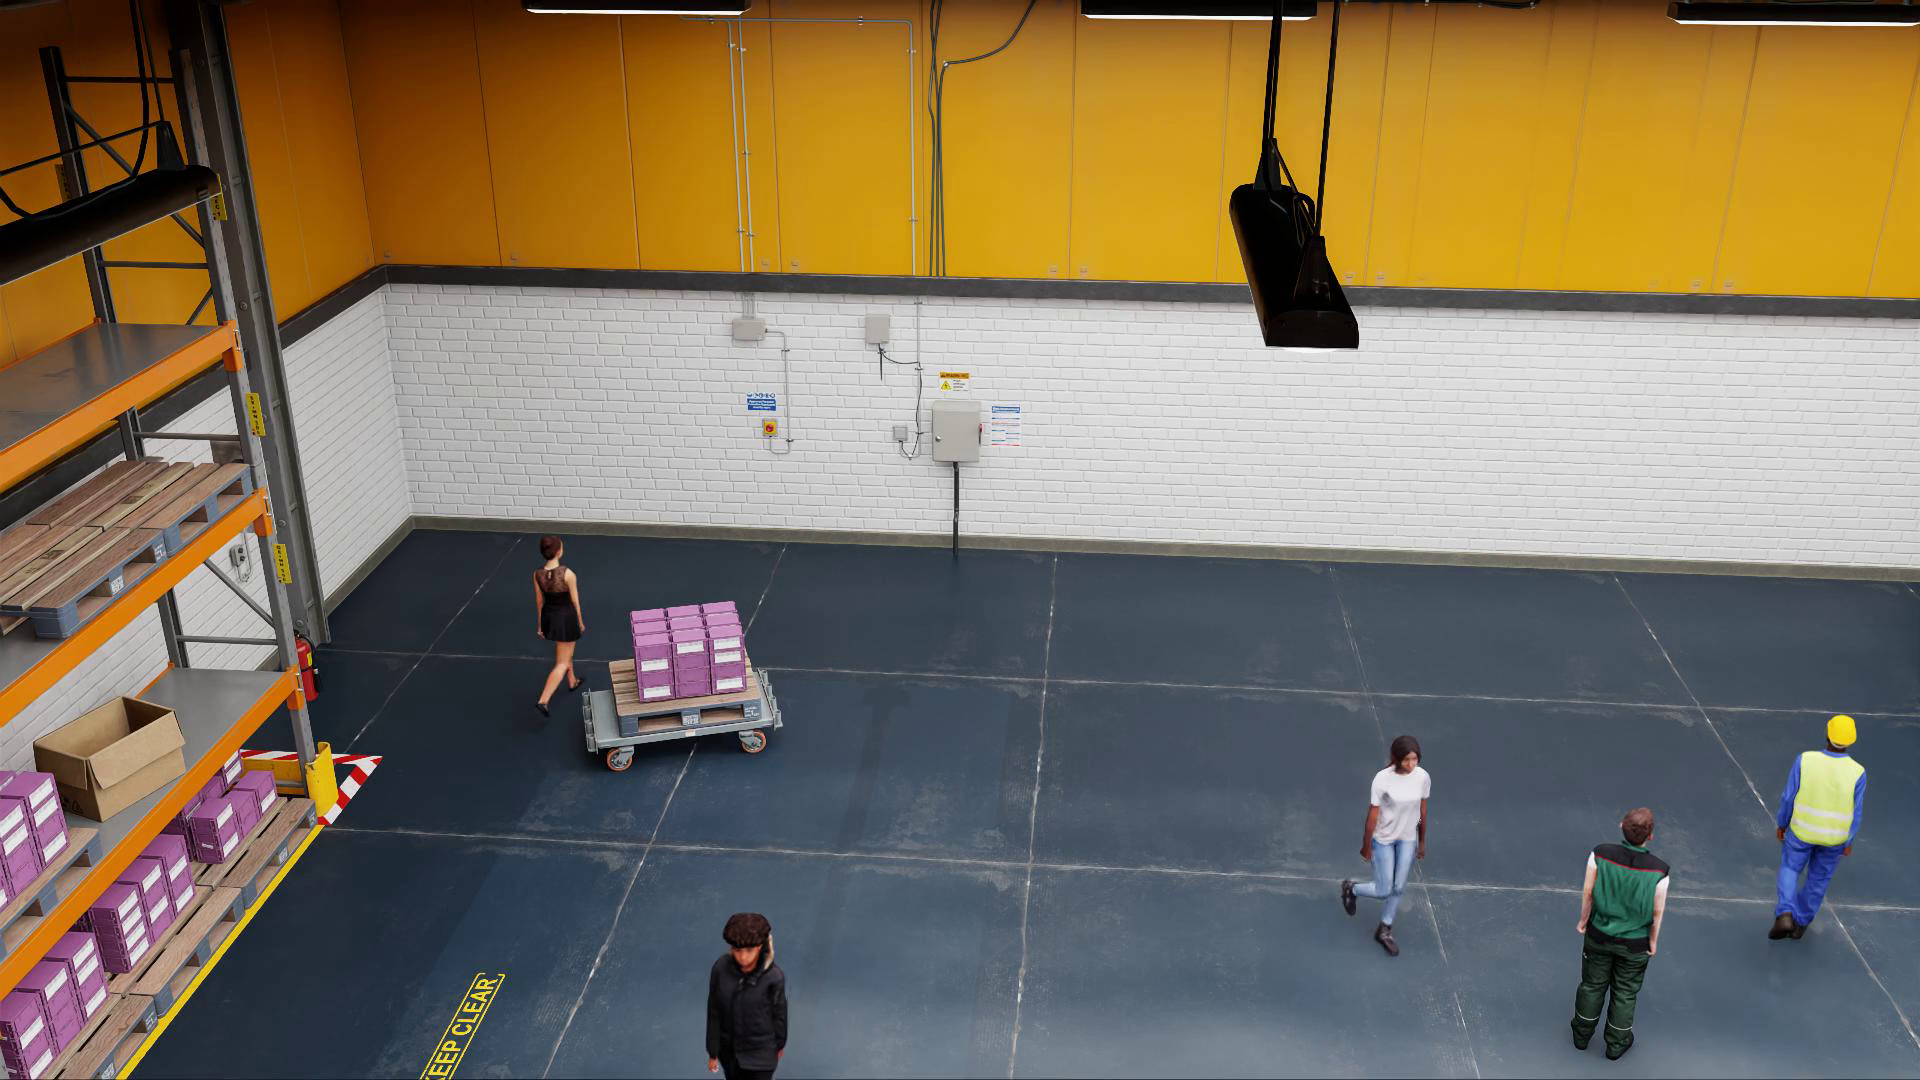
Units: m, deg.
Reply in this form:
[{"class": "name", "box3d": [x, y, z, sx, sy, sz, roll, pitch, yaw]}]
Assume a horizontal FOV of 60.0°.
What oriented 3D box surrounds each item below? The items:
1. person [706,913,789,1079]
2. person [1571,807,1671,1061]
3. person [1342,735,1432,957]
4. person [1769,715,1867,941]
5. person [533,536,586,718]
[{"class": "person", "box3d": [-1.245, 2.904, 9.767, 0.677, 1.756, 1.106, 4, 24, 9]}, {"class": "person", "box3d": [4.205, 2.489, 10.608, 0.735, 1.843, 0.737, 13, 27, 27]}, {"class": "person", "box3d": [3.003, 2.082, 11.707, 0.761, 1.707, 0.889, -7, 25, -15]}, {"class": "person", "box3d": [5.978, 2.076, 11.605, 0.885, 1.800, 1.021, 13, 27, 27]}, {"class": "person", "box3d": [-3.589, 0.789, 14.752, 0.775, 1.638, 1.156, 9, 25, 20]}]
